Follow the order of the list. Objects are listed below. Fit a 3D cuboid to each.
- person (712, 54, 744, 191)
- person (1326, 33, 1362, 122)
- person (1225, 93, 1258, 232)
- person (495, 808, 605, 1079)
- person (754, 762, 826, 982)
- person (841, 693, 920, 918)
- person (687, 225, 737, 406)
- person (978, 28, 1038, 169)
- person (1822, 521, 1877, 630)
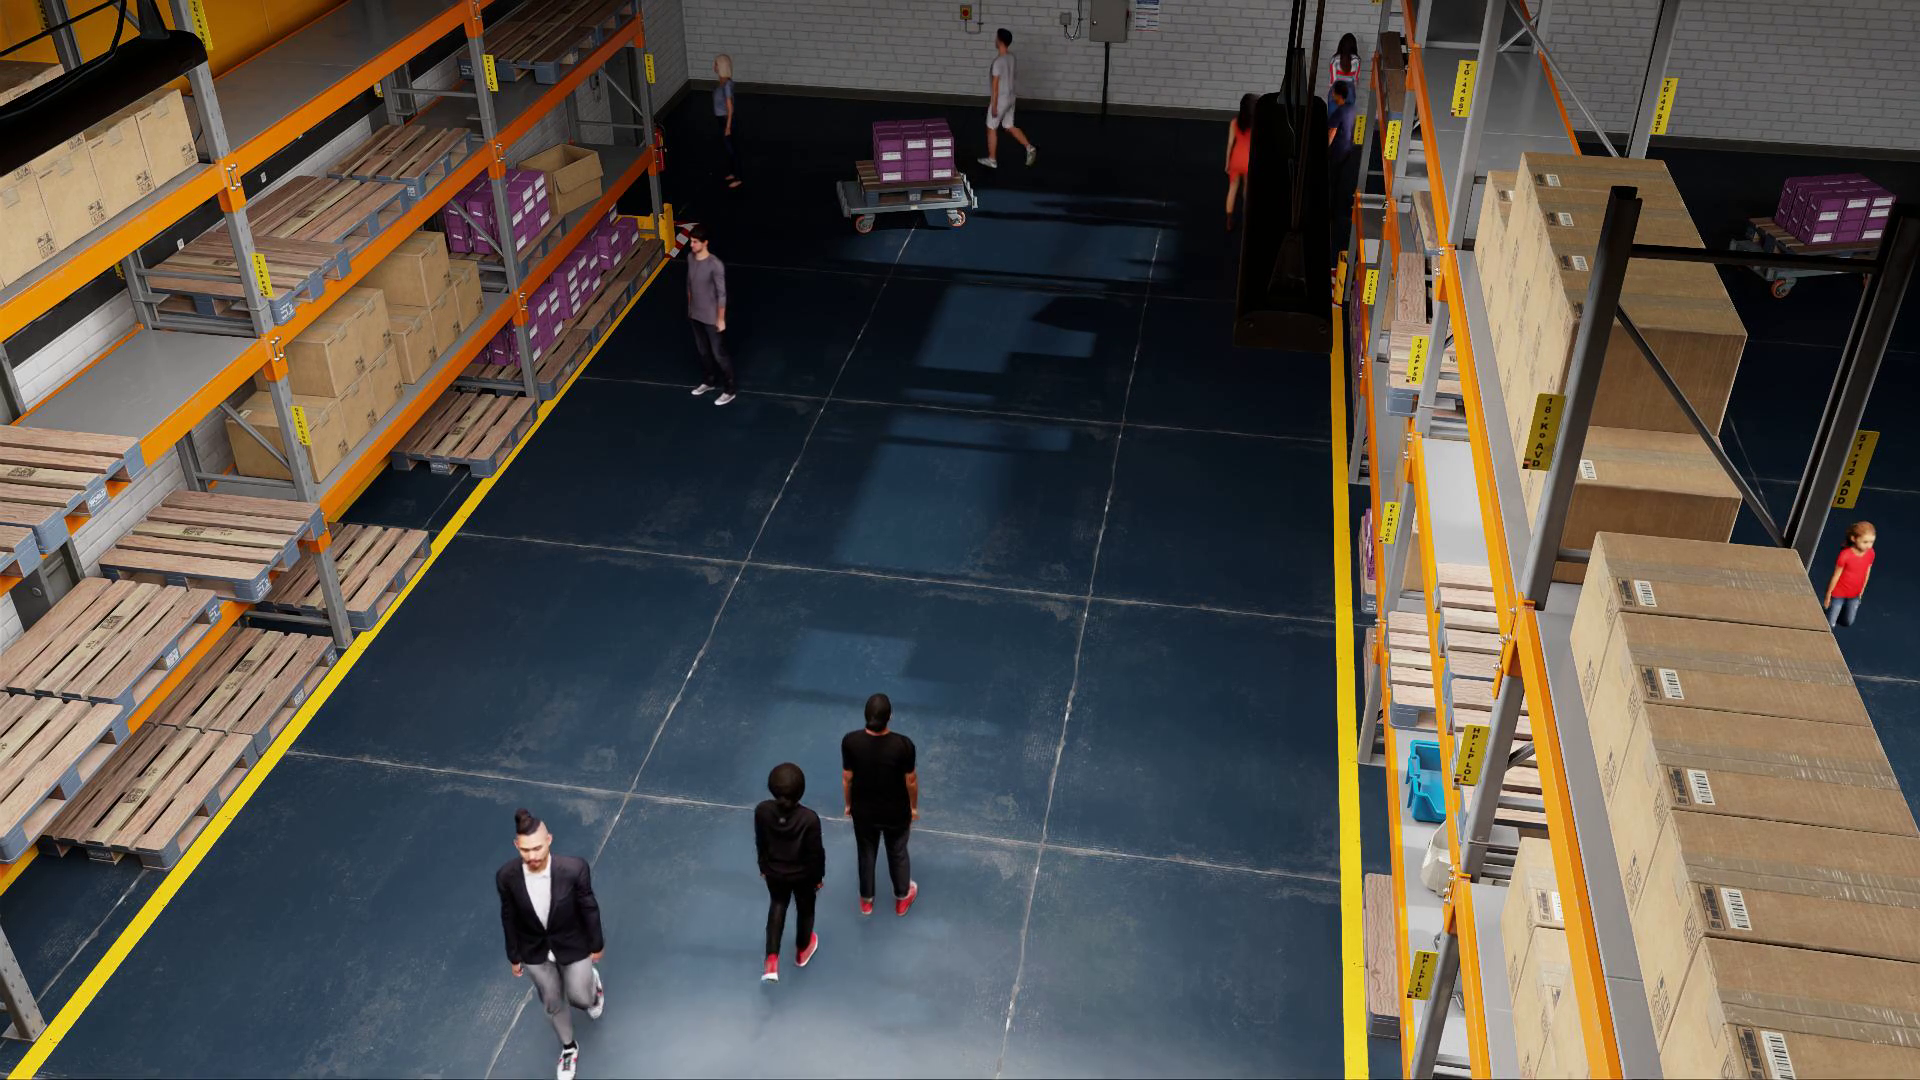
[{"bbox_3d":[-2.965,-5.345,21.228,0.720,1.721,0.596,-9,35,-13],"label":"person"},{"bbox_3d":[5.125,-5.988,22.292,0.613,1.614,0.547,1,34,2],"label":"person"},{"bbox_3d":[3.423,-4.522,19.989,0.617,1.721,0.589,11,35,16],"label":"person"},{"bbox_3d":[-2.332,2.249,9.608,0.817,1.936,0.961,-1,34,-2],"label":"person"},{"bbox_3d":[-1.051,2.068,10.130,0.607,1.660,0.838,8,34,11],"label":"person"},{"bbox_3d":[-0.504,1.692,10.607,0.641,1.758,0.571,3,34,5],"label":"person"},{"bbox_3d":[-2.486,-2.249,16.453,0.748,1.849,0.738,26,42,34],"label":"person"},{"bbox_3d":[0.640,-5.706,21.667,1.013,1.835,1.120,19,38,26],"label":"person"},{"bbox_3d":[6.859,0.381,12.992,0.599,1.300,0.754,-5,34,-8],"label":"person"}]
